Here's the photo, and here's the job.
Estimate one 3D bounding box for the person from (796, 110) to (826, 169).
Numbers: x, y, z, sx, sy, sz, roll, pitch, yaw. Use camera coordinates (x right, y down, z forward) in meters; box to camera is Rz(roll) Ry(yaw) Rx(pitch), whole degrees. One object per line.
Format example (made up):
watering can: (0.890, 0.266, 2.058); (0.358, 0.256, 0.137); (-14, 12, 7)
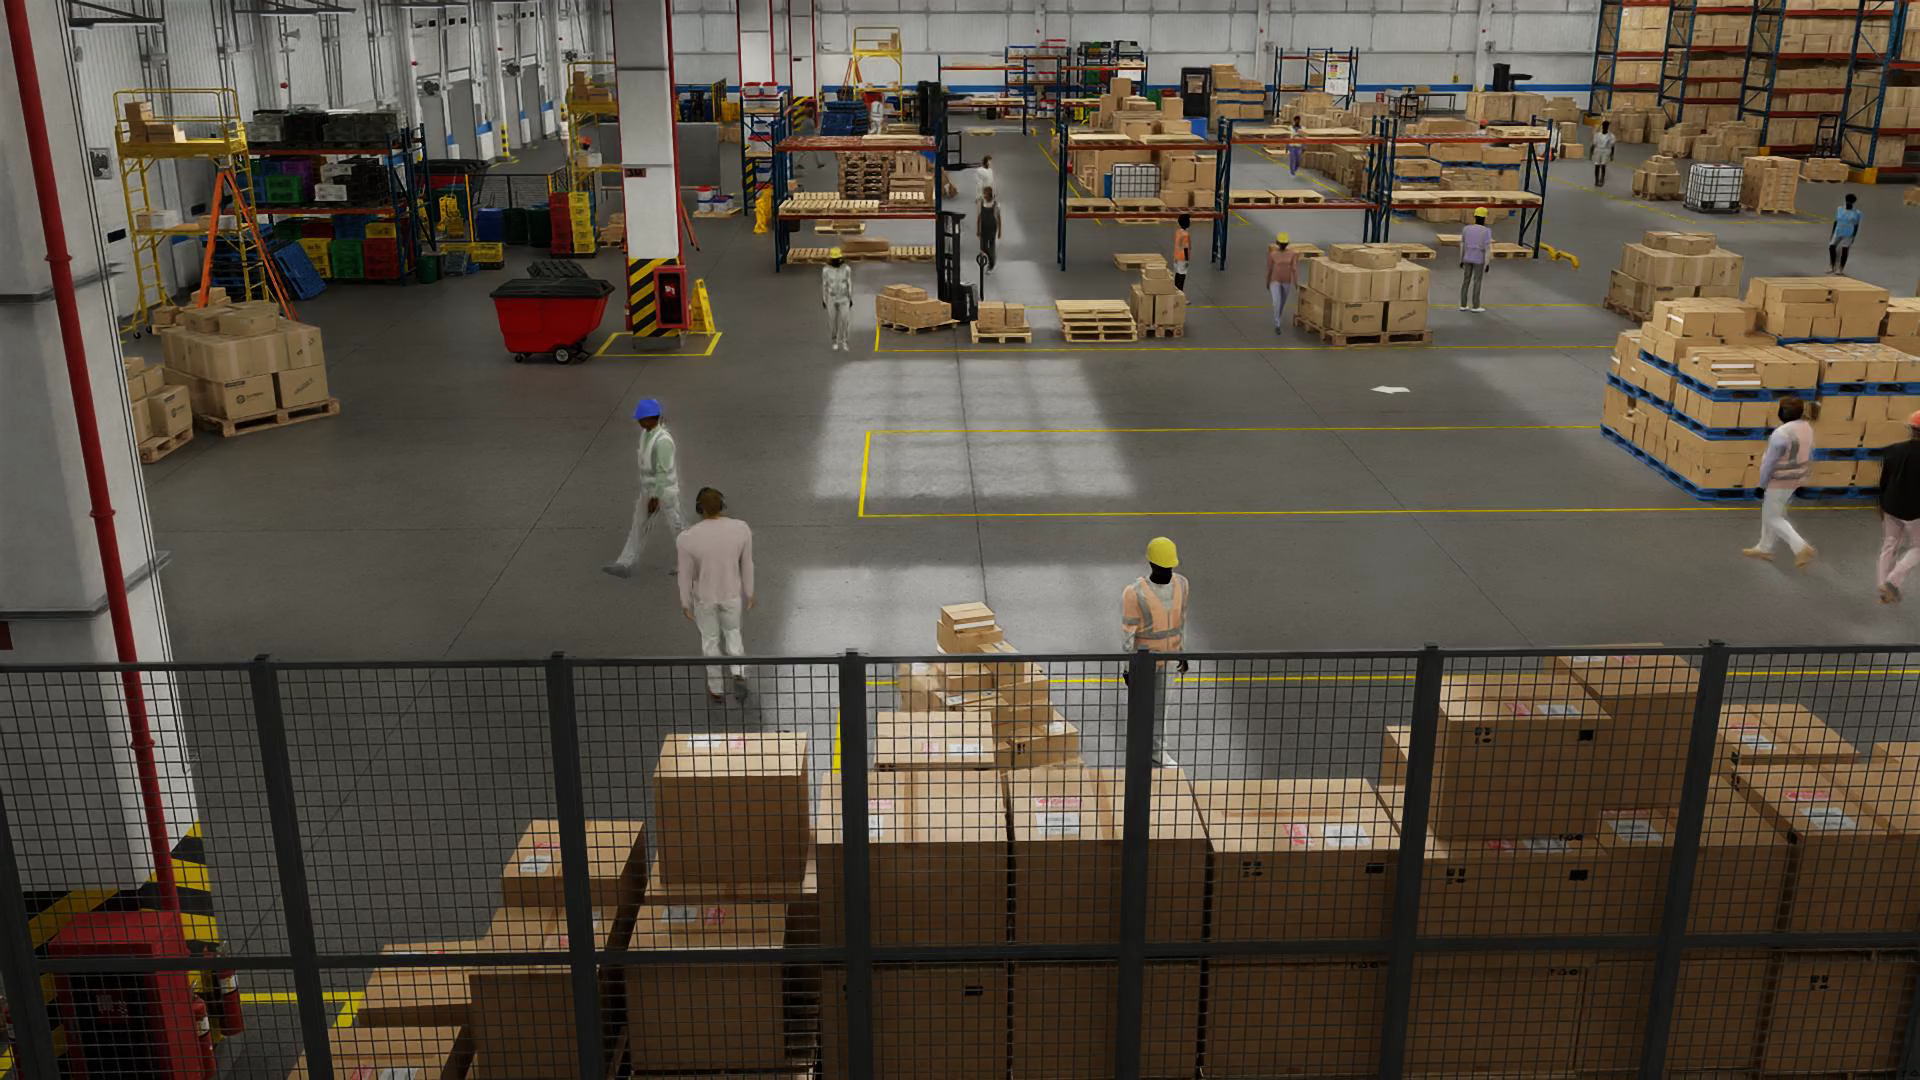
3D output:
person: (-4.889, -12.993, 53.968); (1.047, 1.892, 0.647); (-14, 23, -35)

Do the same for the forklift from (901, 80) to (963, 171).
forklift: (-0.976, -13.185, 52.985); (1.873, 2.768, 1.129); (-9, 21, -26)

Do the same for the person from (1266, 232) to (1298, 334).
person: (5.607, -4.533, 29.085); (0.525, 1.734, 0.857); (-1, 19, -2)

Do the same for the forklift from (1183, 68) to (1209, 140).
forklift: (8.563, -15.807, 60.765); (1.129, 2.768, 1.873); (4, 19, 13)

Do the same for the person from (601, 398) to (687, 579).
person: (-3.158, -0.492, 16.841); (1.013, 1.893, 0.612); (-14, 23, -36)

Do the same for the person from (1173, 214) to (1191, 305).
person: (4.210, -5.314, 31.460); (0.315, 1.696, 0.541); (-4, 19, -11)

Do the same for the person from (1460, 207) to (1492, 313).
person: (9.513, -5.173, 30.685); (0.382, 1.924, 0.594); (-17, 25, -41)

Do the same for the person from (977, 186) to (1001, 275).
person: (0.628, -6.473, 34.710); (0.536, 1.824, 0.583); (9, 21, 25)

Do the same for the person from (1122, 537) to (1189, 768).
person: (1.506, 0.888, 12.706); (0.594, 1.925, 0.376); (-11, 21, -29)

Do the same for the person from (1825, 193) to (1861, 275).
person: (18.292, -6.326, 34.457); (0.483, 1.685, 0.555); (-13, 23, -34)

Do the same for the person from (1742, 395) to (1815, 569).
person: (8.612, -0.589, 17.261); (0.627, 1.818, 0.725); (-15, 24, -38)

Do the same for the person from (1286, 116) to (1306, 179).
person: (10.370, -12.158, 51.446); (0.593, 1.903, 0.477); (1, 19, 3)

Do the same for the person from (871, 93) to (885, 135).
person: (-3.096, -15.673, 61.924); (0.608, 1.878, 0.570); (17, 25, 41)

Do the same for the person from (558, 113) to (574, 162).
person: (-13.234, -13.499, 55.867); (0.520, 1.614, 0.668); (-3, 19, -7)

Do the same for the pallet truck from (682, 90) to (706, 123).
pallet truck: (-9.671, -15.907, 62.421); (0.823, 1.965, 1.885); (5, 19, 15)

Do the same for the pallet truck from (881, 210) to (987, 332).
pallet truck: (-0.493, -4.759, 29.349); (1.885, 1.965, 0.823); (-13, 23, -34)

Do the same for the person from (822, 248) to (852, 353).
person: (-2.017, -3.932, 27.333); (0.509, 1.711, 0.777); (-2, 19, -5)

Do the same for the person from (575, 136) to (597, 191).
person: (-9.984, -9.831, 44.548); (0.568, 1.894, 0.853); (-13, 23, -35)

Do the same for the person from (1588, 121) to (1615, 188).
person: (18.914, -11.378, 49.083); (0.633, 1.934, 0.777); (13, 22, 33)

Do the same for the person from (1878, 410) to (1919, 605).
person: (9.217, -0.307, 16.162); (0.433, 1.980, 0.645); (-9, 21, -25)

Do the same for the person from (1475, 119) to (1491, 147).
person: (15.820, -11.804, 50.425); (0.564, 1.888, 0.986); (-2, 19, -6)

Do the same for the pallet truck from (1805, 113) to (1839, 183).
pallet truck: (26.403, -11.957, 50.702); (0.823, 1.965, 1.885); (6, 19, 16)

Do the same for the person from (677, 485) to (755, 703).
person: (-2.027, 0.482, 13.910); (0.650, 1.927, 0.505); (-8, 20, -22)

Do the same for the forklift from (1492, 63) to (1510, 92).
forklift: (20.676, -16.872, 63.923); (1.873, 2.768, 1.129); (-1, 19, -1)

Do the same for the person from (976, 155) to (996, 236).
person: (0.663, -8.197, 39.661); (0.547, 1.921, 0.660); (9, 21, 25)
